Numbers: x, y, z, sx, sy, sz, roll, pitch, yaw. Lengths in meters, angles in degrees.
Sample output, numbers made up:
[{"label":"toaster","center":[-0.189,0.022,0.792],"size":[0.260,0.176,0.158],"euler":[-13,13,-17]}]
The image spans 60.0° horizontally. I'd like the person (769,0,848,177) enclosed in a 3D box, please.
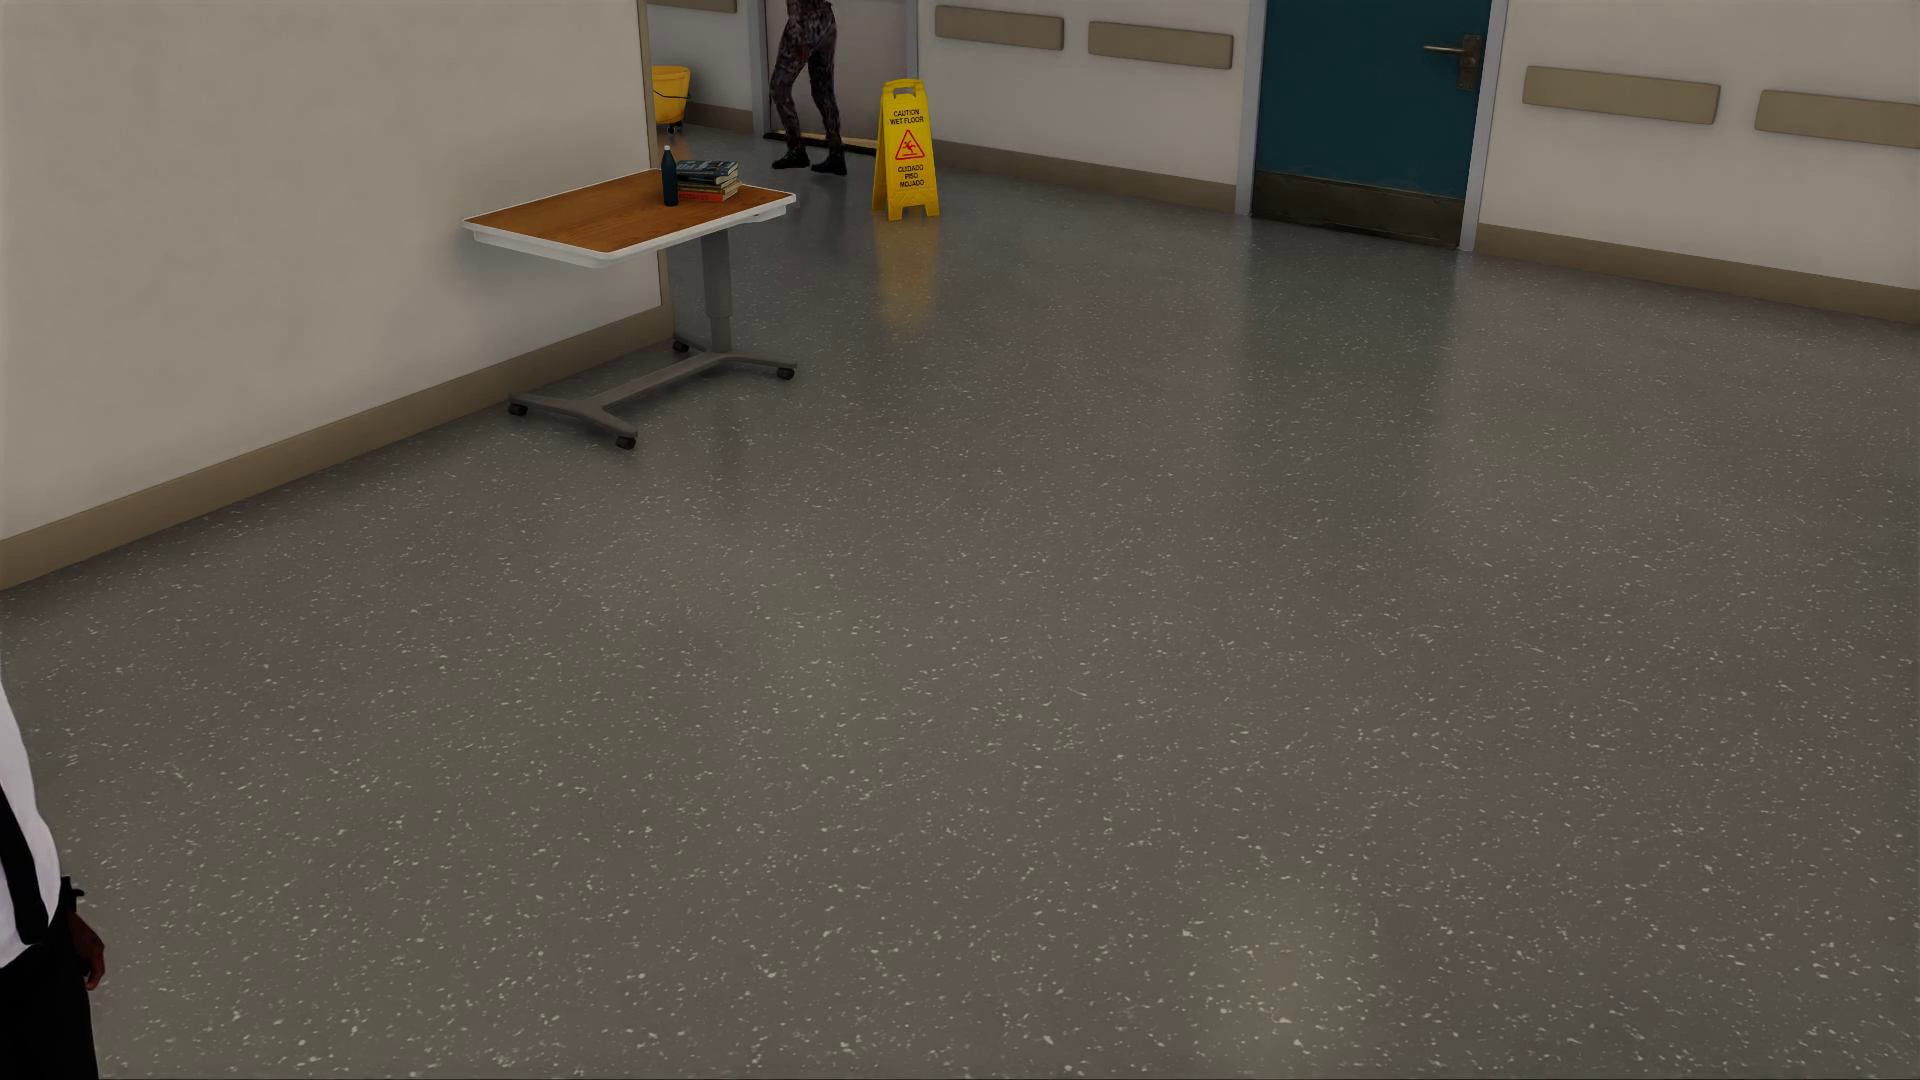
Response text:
[{"label":"person","center":[-0.837,-3.051,10.094],"size":[0.700,1.697,0.603],"euler":[15,30,28]}]
